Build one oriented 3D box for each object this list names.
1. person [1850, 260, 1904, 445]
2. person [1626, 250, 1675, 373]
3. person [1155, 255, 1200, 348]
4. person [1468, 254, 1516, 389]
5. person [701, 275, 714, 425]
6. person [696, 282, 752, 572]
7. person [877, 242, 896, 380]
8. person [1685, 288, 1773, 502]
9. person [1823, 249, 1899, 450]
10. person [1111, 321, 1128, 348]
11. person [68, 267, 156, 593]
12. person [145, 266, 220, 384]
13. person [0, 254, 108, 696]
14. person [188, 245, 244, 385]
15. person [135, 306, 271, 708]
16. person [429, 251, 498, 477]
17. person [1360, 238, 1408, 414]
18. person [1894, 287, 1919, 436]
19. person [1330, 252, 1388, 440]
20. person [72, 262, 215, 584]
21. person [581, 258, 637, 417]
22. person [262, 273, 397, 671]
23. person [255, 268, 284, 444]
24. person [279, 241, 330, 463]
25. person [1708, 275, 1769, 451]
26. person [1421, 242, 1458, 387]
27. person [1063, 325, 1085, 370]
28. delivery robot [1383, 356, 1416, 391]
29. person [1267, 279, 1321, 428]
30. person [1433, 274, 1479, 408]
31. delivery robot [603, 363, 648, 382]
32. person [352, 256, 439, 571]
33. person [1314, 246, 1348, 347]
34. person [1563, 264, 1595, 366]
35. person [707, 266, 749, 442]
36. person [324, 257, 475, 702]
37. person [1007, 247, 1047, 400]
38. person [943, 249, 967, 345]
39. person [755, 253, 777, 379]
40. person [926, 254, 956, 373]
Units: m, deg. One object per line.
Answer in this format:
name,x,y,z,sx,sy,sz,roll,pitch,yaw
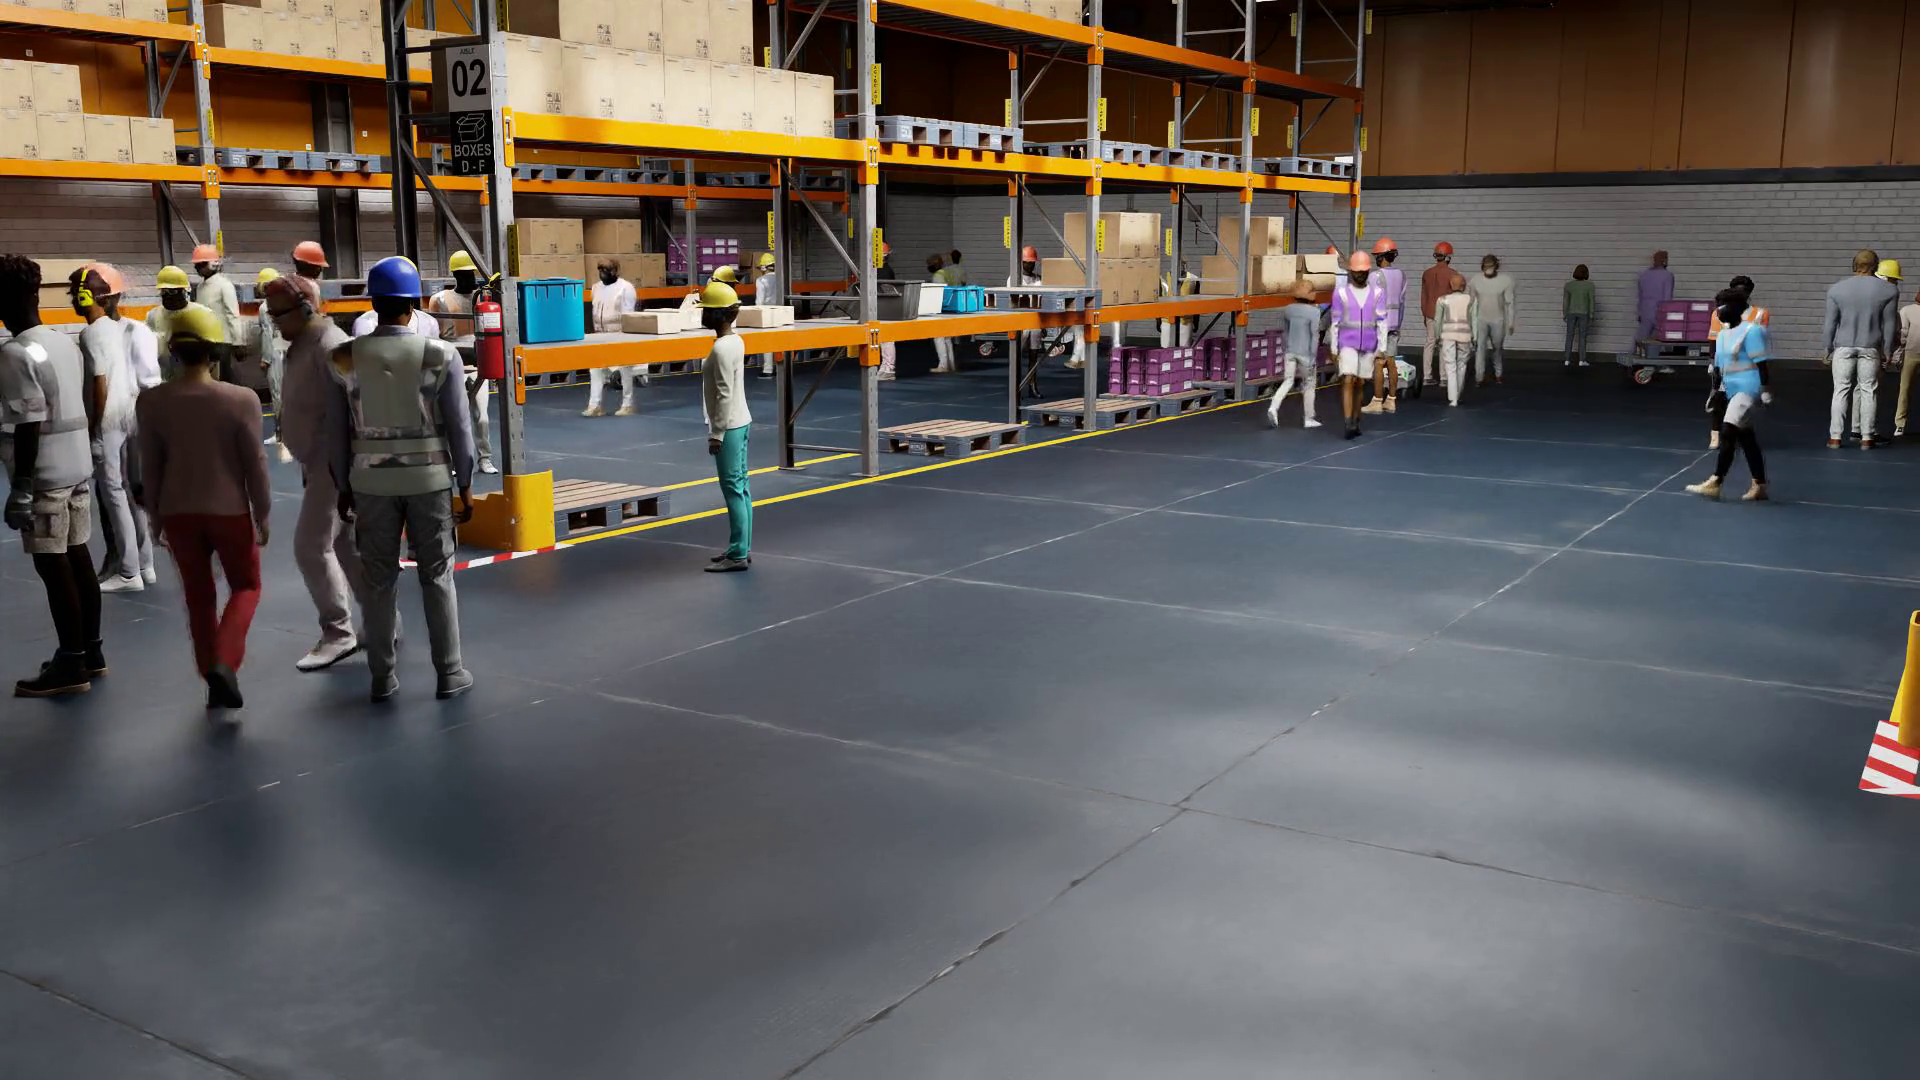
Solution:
person,9.147,-1.869,16.593,0.403,1.822,0.588,2,10,12
person,10.482,-3.438,25.148,0.914,1.874,0.653,-5,12,-28
person,3.004,-3.032,23.012,0.628,1.837,0.429,0,10,2
person,7.374,-3.041,23.059,0.654,1.857,1.162,5,11,24
person,-2.639,-2.056,18.137,0.512,1.639,0.311,4,11,23
person,-1.443,-0.686,10.191,0.316,1.769,0.523,0,10,2
person,-1.117,-3.318,24.140,0.395,1.994,0.612,-2,11,-13
person,5.994,-1.116,12.902,0.699,1.647,0.582,1,10,3
person,8.699,-1.840,16.119,0.629,1.936,0.371,6,12,29
person,2.779,-4.072,28.800,0.649,1.818,0.960,1,10,8
person,-4.906,-0.626,9.580,0.309,1.868,0.535,-1,10,-5
person,-6.191,-1.265,13.262,0.586,1.824,0.405,0,10,1
person,-4.095,-0.285,7.432,0.380,1.959,0.608,-1,10,-7
person,-7.643,-2.006,16.940,0.763,1.965,0.613,-10,14,-44
person,-3.210,-0.112,7.068,0.526,1.752,0.515,-1,10,-6
person,-4.246,-1.513,14.322,0.592,1.929,0.354,-6,12,-31
person,4.920,-2.489,19.412,0.614,2.042,0.373,-7,13,-36
person,9.901,-1.864,17.115,0.496,1.629,0.277,5,11,27
person,4.064,-1.956,16.881,0.549,1.895,0.949,0,10,1
person,-4.846,-0.684,9.818,0.578,1.904,0.765,4,11,23
person,-4.015,-2.291,18.962,0.631,1.814,0.791,4,11,23
person,-3.025,-0.326,7.941,0.680,1.860,0.745,-7,12,-33
person,-6.824,-1.828,16.583,0.294,1.744,0.486,1,10,5
person,-5.925,-1.709,15.202,0.707,2.000,0.774,8,13,37
person,7.467,-1.692,15.998,0.533,1.687,0.320,4,11,21
person,6.673,-3.127,23.077,0.375,1.997,0.612,-8,13,-37
person,1.789,-3.623,26.054,0.665,1.909,0.895,8,13,39
delivery robot,5.562,-2.094,21.092,0.477,0.478,0.707,5,11,24
person,3.613,-1.991,17.854,0.719,1.610,0.499,-10,14,-44
person,6.034,-2.433,20.317,0.514,1.591,0.844,1,10,5
delivery robot,-4.612,-2.395,22.749,0.477,0.478,0.707,9,14,40
person,-3.440,-0.782,10.292,0.383,1.923,0.588,8,13,37
person,5.697,-3.541,25.539,0.552,1.935,0.370,-3,11,-14
person,9.977,-3.622,26.829,0.507,1.632,0.273,8,13,38
person,-2.347,-1.849,16.640,0.535,1.767,0.315,10,14,44
person,-2.436,-0.253,7.290,0.614,1.947,0.388,-1,10,-8
person,0.866,-2.748,21.142,0.552,1.935,0.360,-5,11,-24
person,-0.120,-4.638,31.857,0.519,1.852,0.749,1,10,4
person,-2.779,-3.272,24.339,0.404,1.829,0.600,8,13,39
person,-0.301,-3.465,25.502,0.464,1.806,0.747,2,10,10
